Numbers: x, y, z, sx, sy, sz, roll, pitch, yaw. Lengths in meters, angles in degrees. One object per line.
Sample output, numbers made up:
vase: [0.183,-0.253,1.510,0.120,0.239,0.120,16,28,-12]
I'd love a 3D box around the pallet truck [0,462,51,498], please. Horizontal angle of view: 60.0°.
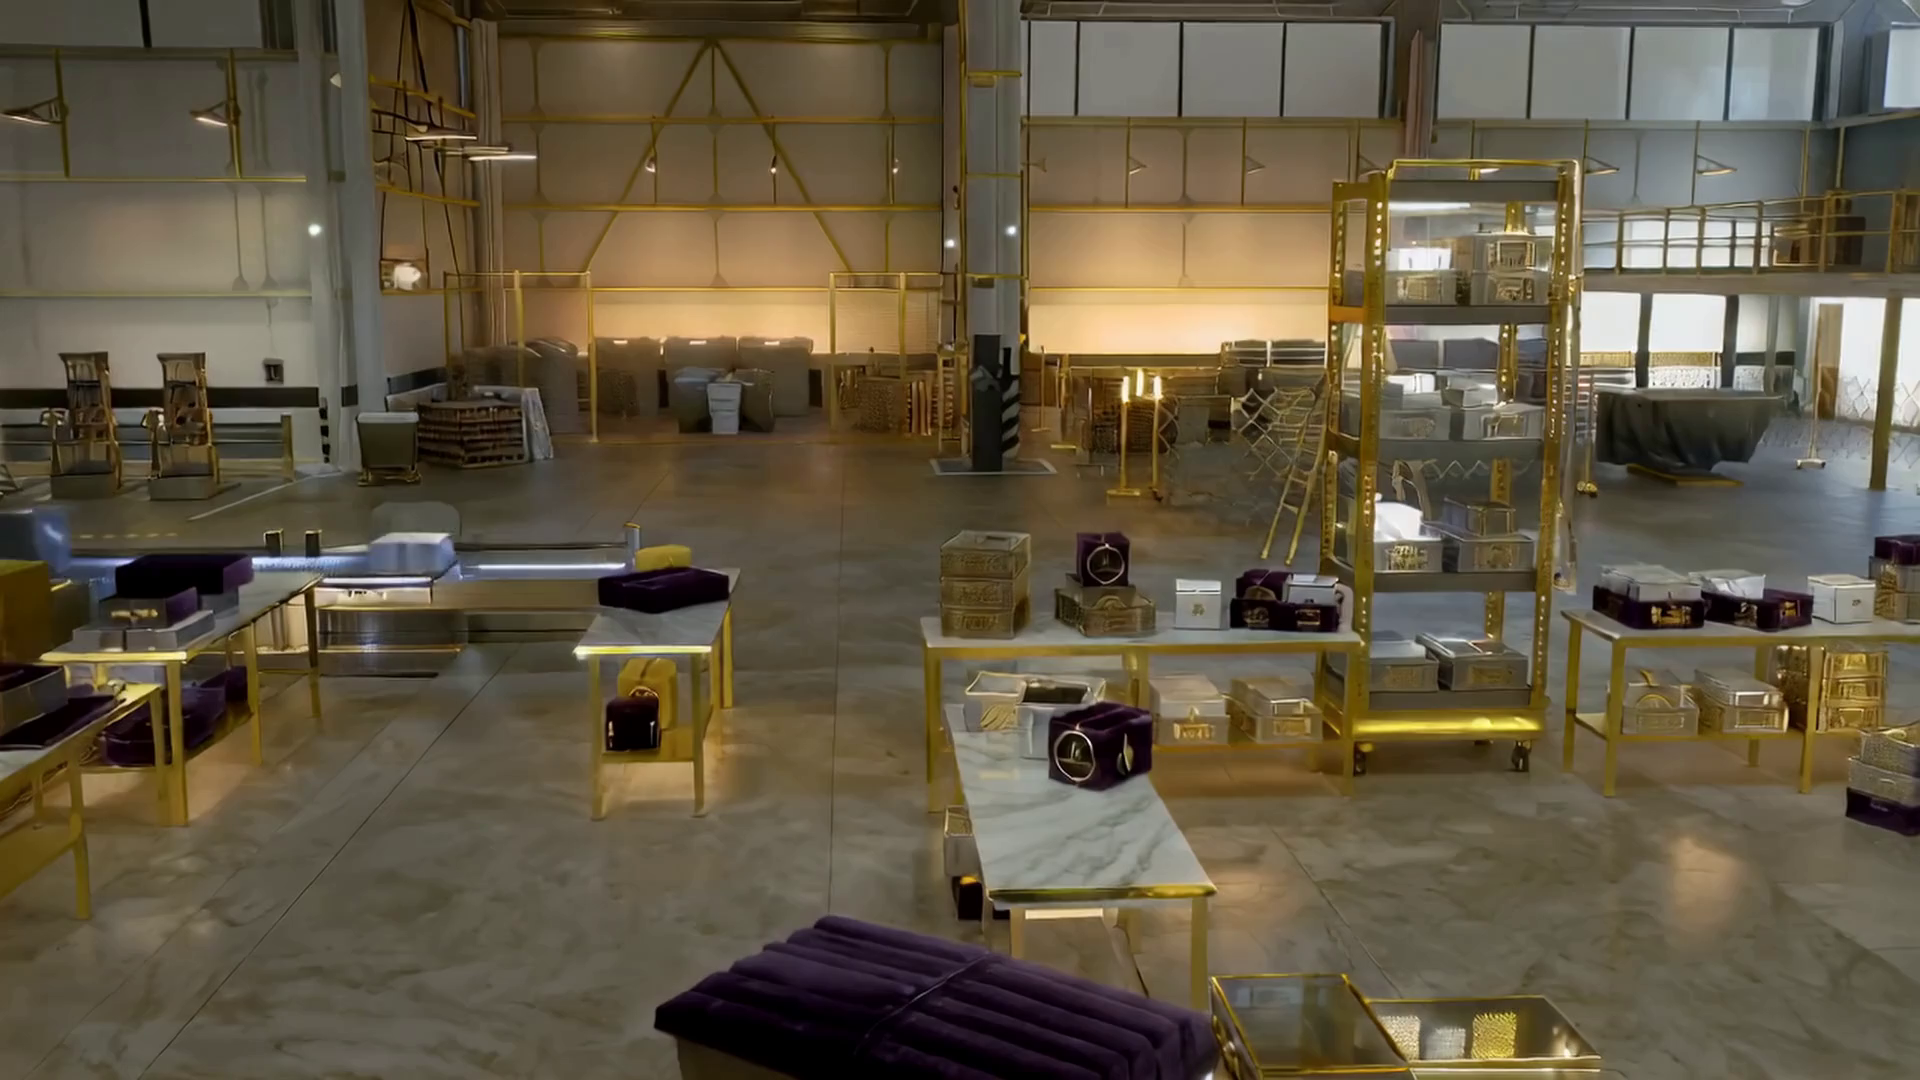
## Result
pallet truck: [-13.193,-1.293,23.148,0.653,1.274,1.630,-1,9,-4]

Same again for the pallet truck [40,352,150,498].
pallet truck: [-11.907,-1.642,23.165,0.823,1.965,1.885,0,9,0]

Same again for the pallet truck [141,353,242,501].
pallet truck: [-10.520,-1.604,22.925,0.823,1.965,1.885,-1,9,-6]
